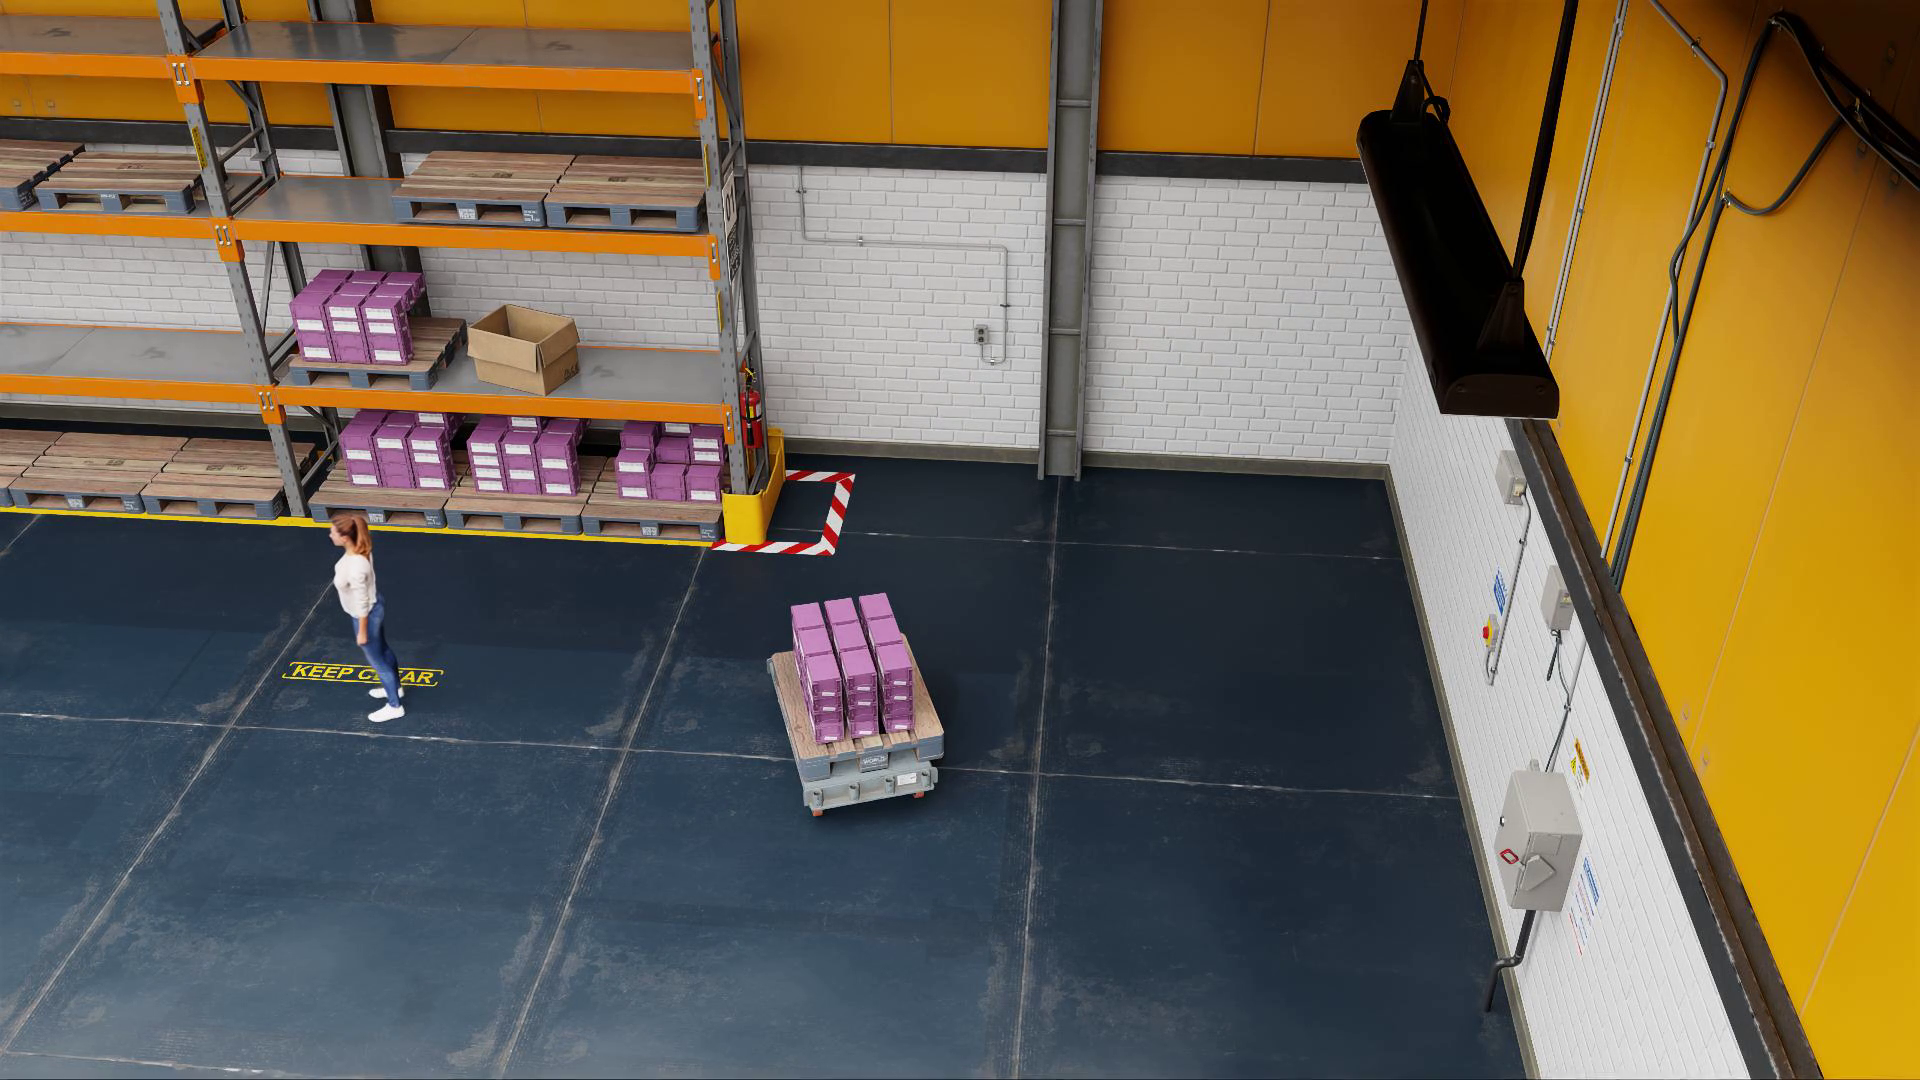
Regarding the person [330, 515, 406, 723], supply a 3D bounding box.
[{"bbox_3d":[-4.285,0.545,12.054,0.630,1.719,0.669,-7,34,-10],"label":"person"}]
